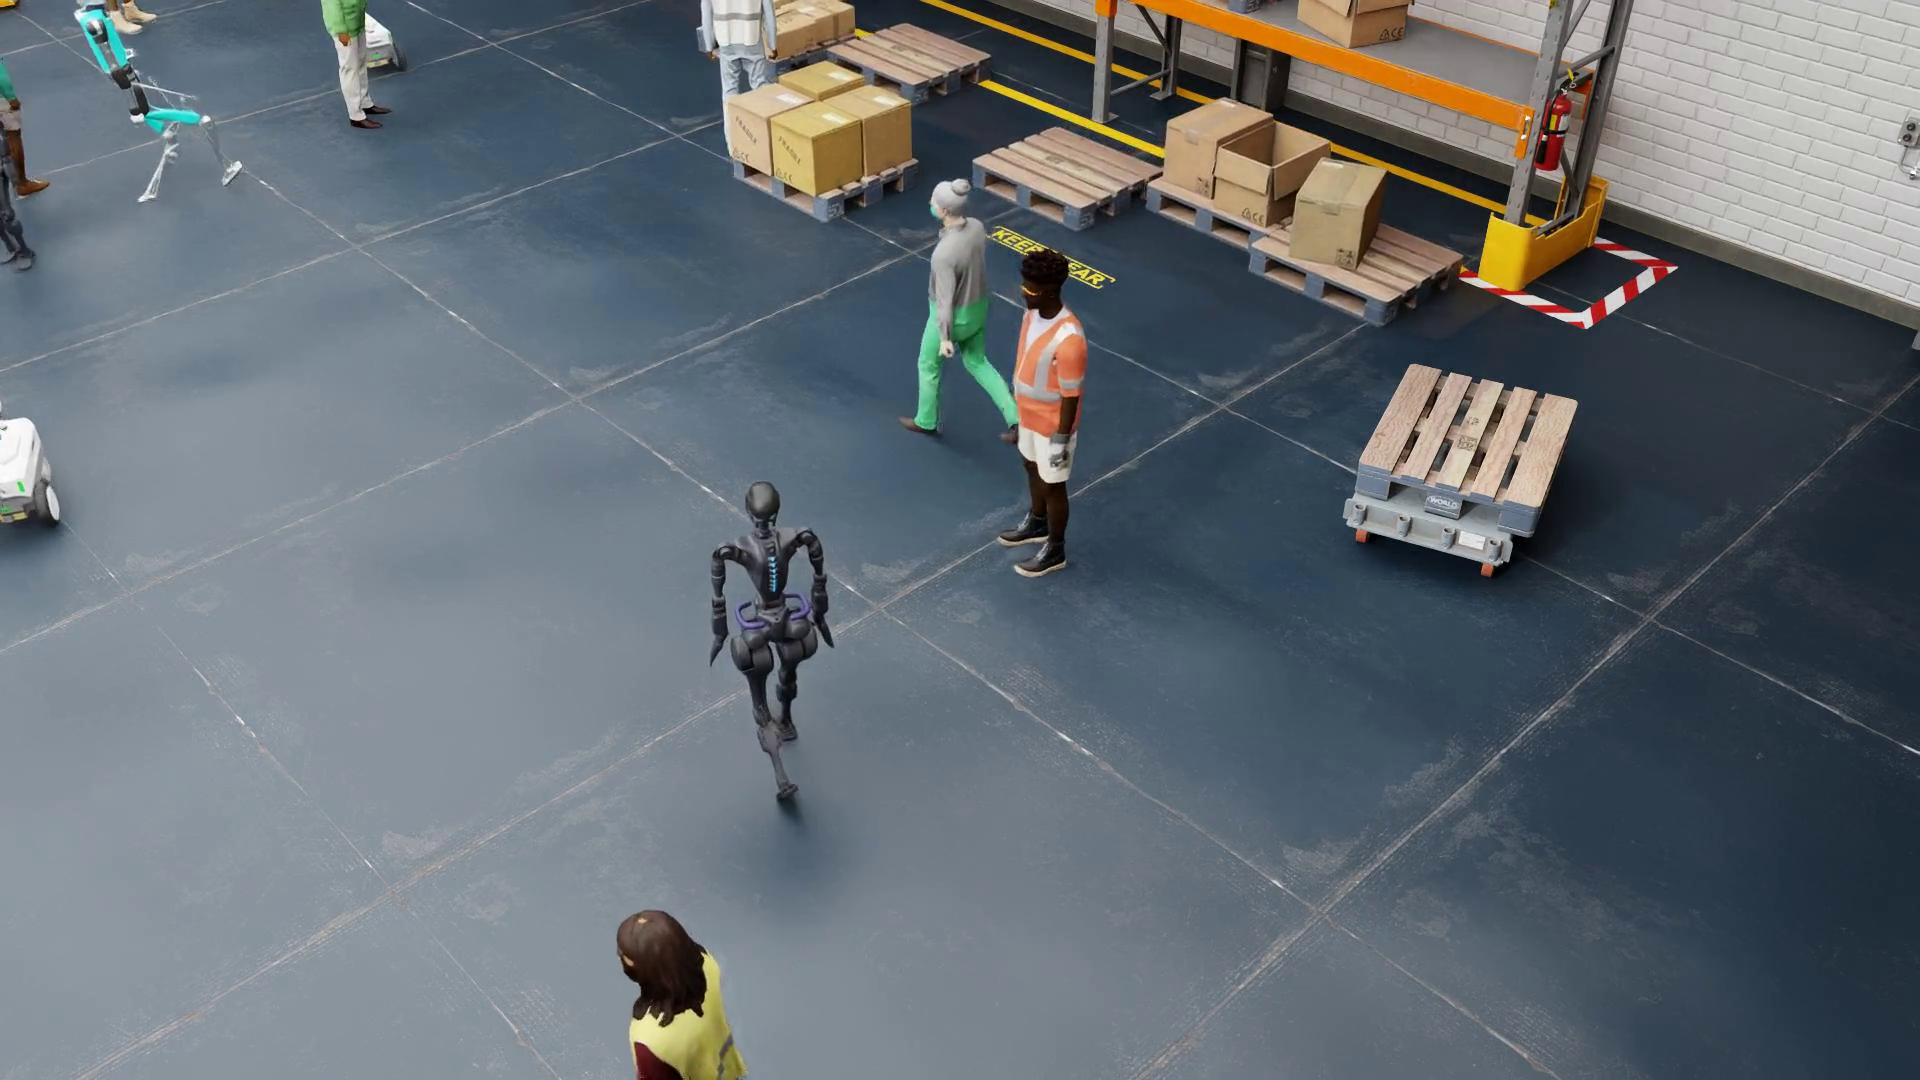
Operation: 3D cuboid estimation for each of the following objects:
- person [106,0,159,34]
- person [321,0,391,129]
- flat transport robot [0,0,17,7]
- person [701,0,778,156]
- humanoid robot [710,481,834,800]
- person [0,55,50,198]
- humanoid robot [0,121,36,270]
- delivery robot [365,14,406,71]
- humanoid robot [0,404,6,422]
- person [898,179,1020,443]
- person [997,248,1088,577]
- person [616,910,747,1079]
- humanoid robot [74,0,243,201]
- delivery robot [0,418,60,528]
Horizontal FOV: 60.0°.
[{"bbox_3d":[-8.153,-5.893,15.865,0.374,2.041,0.614,4,37,5],"label":"person"},{"bbox_3d":[-5.193,-4.406,14.111,0.384,1.781,0.551,0,37,0],"label":"person"},{"bbox_3d":[-10.331,-5.543,16.872,1.431,0.231,0.659,-10,38,-12],"label":"flat transport robot"},{"bbox_3d":[-1.787,-4.053,13.542,0.598,1.910,0.386,0,37,0],"label":"person"},{"bbox_3d":[-0.868,0.461,7.798,0.602,1.654,0.741,-13,39,-16],"label":"humanoid robot"},{"bbox_3d":[-7.550,-3.450,12.813,0.516,1.830,0.575,10,38,12],"label":"person"},{"bbox_3d":[-7.108,-2.775,12.041,0.589,1.654,0.325,3,37,4],"label":"humanoid robot"},{"bbox_3d":[-5.517,-4.617,15.422,0.499,0.611,0.792,-24,43,-28],"label":"delivery robot"},{"bbox_3d":[-6.026,-1.178,9.819,0.530,1.731,0.686,-26,44,-30],"label":"humanoid robot"},{"bbox_3d":[0.030,-1.368,10.068,0.831,1.810,0.520,22,42,26],"label":"person"},{"bbox_3d":[0.451,-0.692,9.043,0.383,1.961,0.619,-12,39,-16],"label":"person"},{"bbox_3d":[-0.882,1.925,5.765,0.765,1.742,0.472,3,37,4],"label":"person"},{"bbox_3d":[-6.162,-3.502,12.995,1.001,1.775,0.539,-18,40,-22],"label":"humanoid robot"},{"bbox_3d":[-5.628,-0.374,9.803,0.499,0.609,0.807,-12,39,-15],"label":"delivery robot"}]
